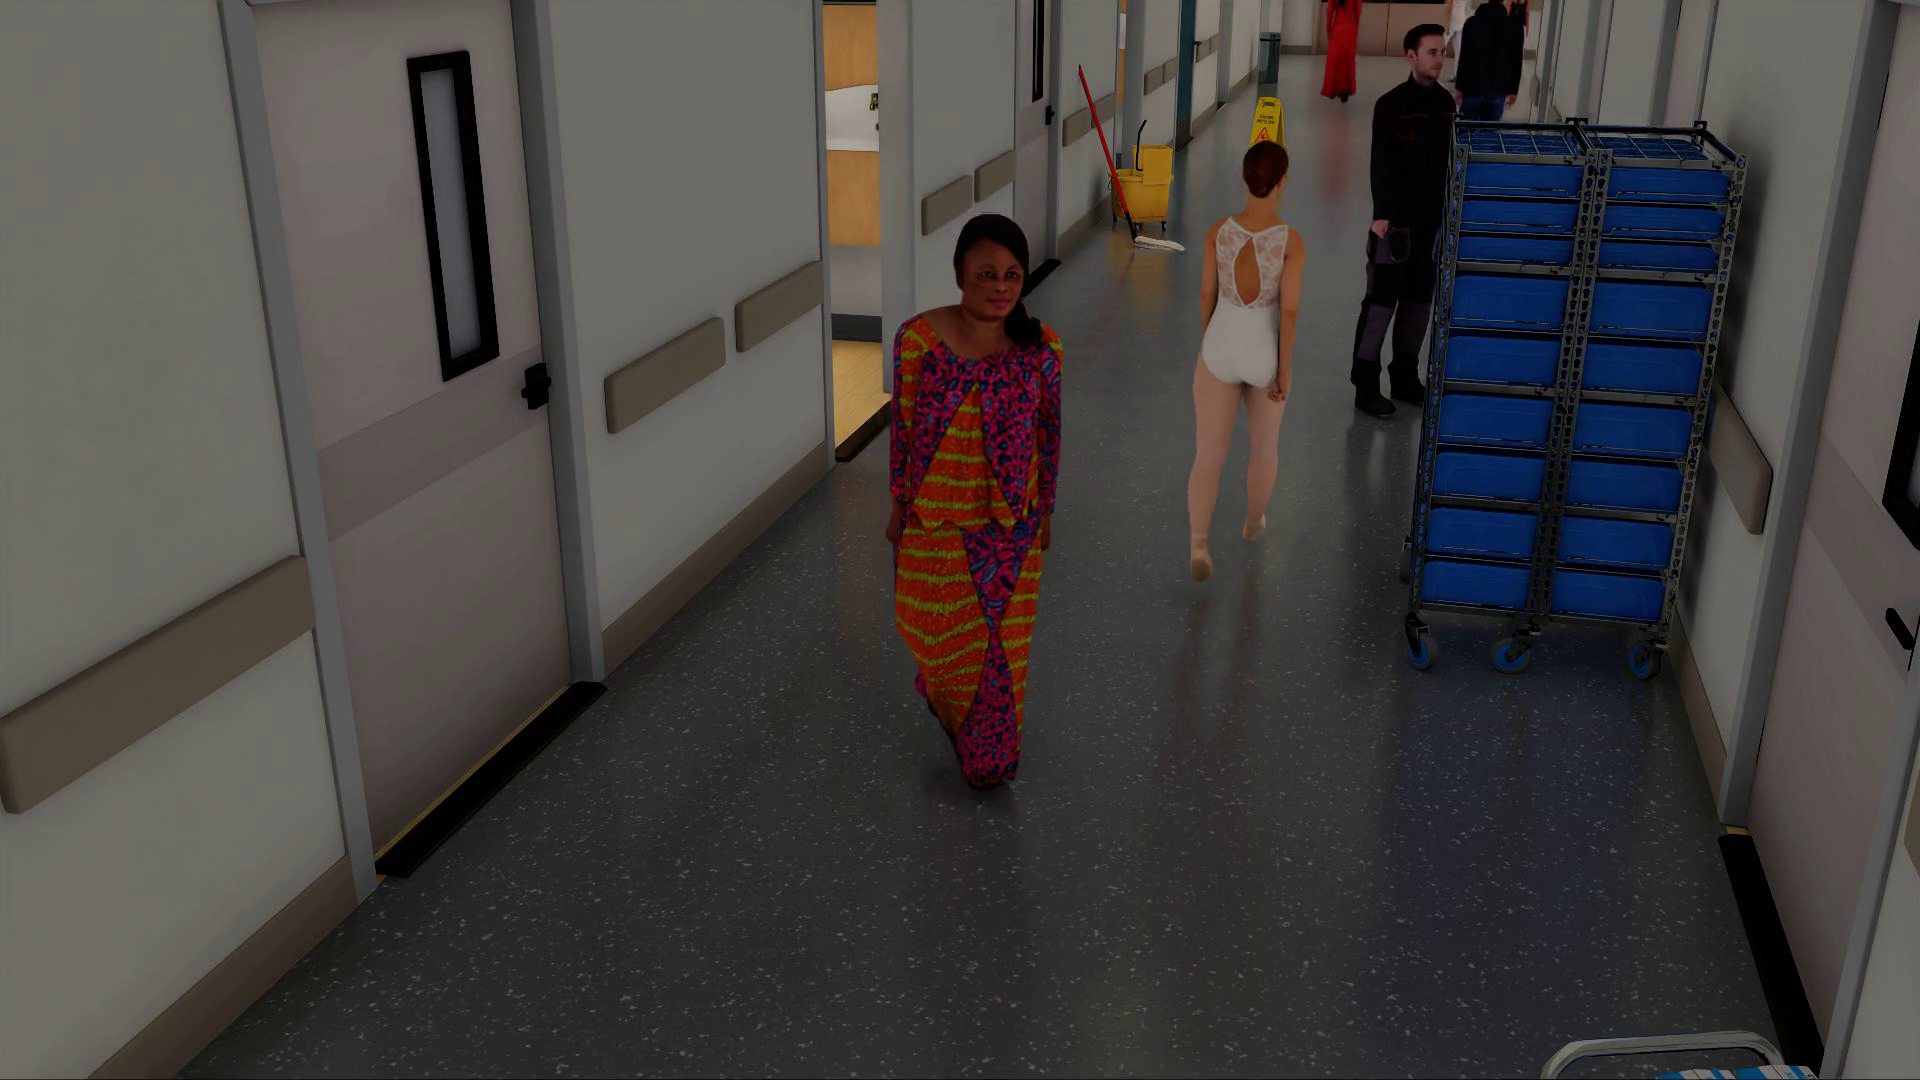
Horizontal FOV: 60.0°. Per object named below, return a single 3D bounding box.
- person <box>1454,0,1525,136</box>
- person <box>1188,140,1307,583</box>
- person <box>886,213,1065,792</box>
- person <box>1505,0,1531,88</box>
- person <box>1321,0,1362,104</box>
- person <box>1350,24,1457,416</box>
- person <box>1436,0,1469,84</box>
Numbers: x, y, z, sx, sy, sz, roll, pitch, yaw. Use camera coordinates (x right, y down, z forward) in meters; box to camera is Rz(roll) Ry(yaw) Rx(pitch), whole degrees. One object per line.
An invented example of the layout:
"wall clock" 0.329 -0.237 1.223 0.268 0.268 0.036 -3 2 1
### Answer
"person" 4.501 -3.818 14.253 0.696 1.872 0.733 4 21 12
"person" 1.033 -0.626 6.202 0.555 1.605 1.057 6 22 16
"person" 0.040 -0.118 4.770 0.791 1.656 0.923 0 21 -1
"person" 7.891 -7.155 23.520 0.694 1.549 0.796 -5 21 -12
"person" 5.014 -6.554 21.665 0.724 1.739 1.167 2 21 5
"person" 2.252 -1.603 8.344 0.765 1.915 0.834 -12 24 -30
"person" 7.329 -7.571 24.475 0.892 1.650 0.989 -8 22 -21
